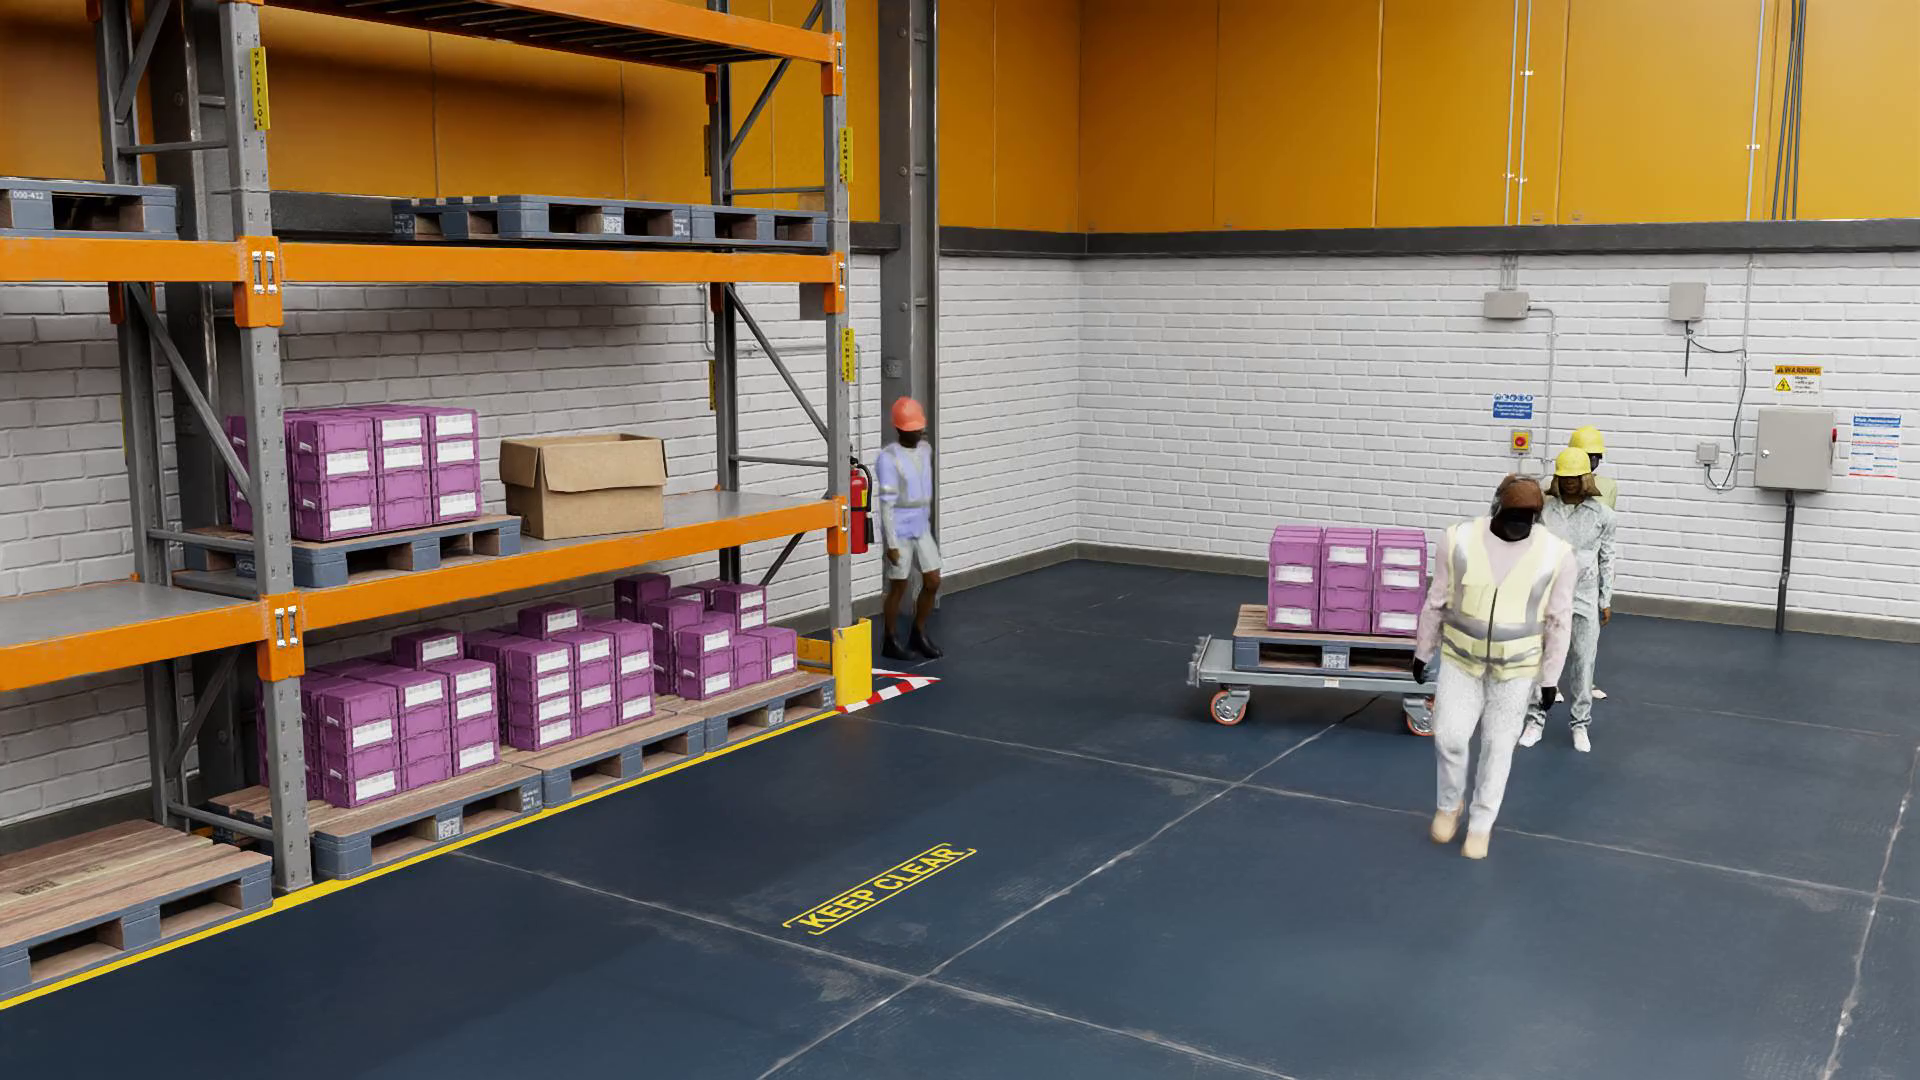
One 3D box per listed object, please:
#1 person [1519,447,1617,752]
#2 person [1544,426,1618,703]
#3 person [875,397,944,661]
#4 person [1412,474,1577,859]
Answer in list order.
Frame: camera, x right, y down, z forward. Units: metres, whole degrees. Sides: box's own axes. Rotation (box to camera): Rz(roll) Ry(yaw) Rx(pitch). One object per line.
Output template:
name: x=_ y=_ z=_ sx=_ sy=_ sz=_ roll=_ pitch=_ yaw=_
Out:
person: x=3.457 y=0.339 z=9.475 sx=0.492 sy=1.742 sz=0.315 roll=4 pitch=9 yaw=22
person: x=3.956 y=0.152 z=10.620 sx=0.525 sy=1.769 sz=0.315 roll=-3 pitch=9 yaw=-16
person: x=-0.389 y=-0.060 z=11.596 sx=0.567 sy=1.887 sz=0.555 roll=8 pitch=12 yaw=41
person: x=2.444 y=0.584 z=7.670 sx=0.704 sy=1.810 sz=0.444 roll=4 pitch=9 yaw=22
